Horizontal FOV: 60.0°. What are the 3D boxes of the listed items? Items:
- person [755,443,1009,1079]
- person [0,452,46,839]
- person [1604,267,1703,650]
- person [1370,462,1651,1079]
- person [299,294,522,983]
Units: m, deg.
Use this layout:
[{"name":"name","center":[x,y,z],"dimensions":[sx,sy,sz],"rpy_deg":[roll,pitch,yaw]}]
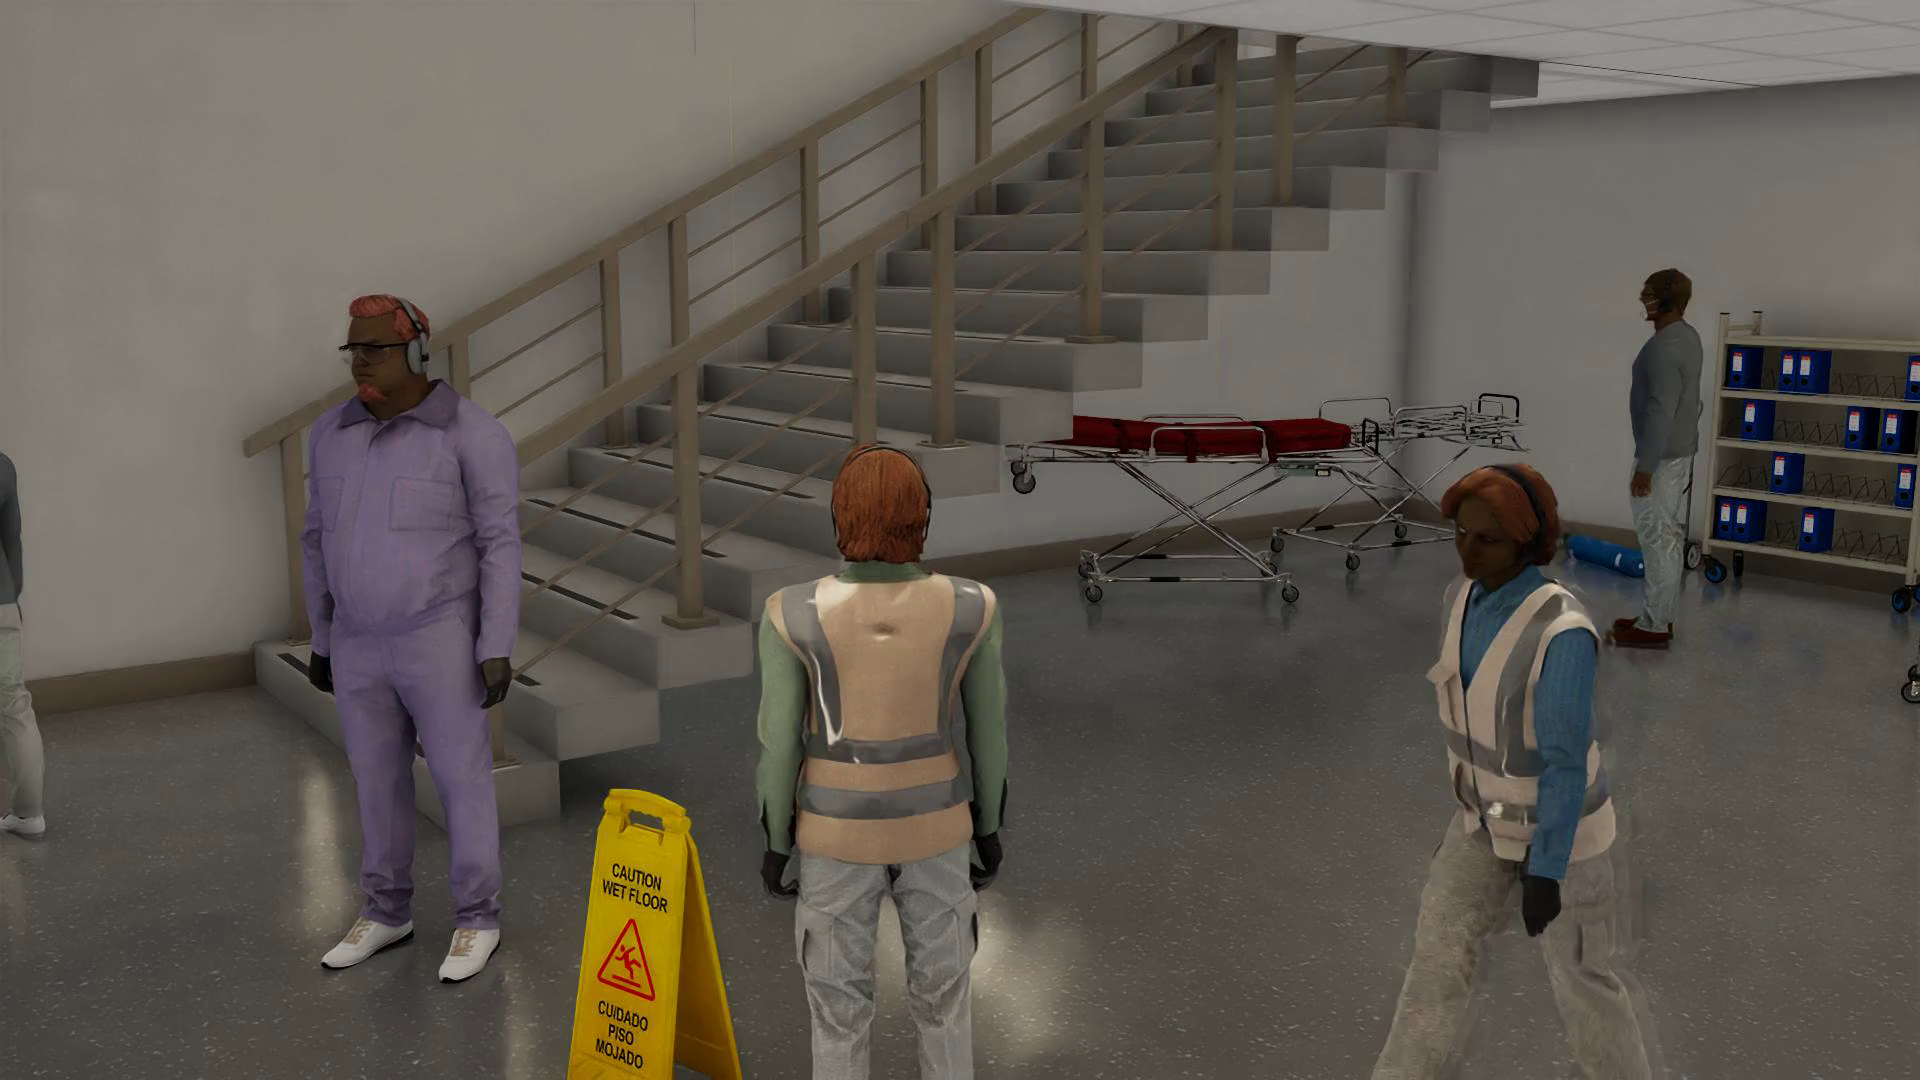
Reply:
[{"name":"person","center":[-0.155,0.623,3.409],"dimensions":[0.524,1.639,0.306],"rpy_deg":[-2,10,-12]},{"name":"person","center":[-3.320,0.259,5.529],"dimensions":[0.285,1.631,0.501],"rpy_deg":[3,10,15]},{"name":"person","center":[3.566,-0.409,8.495],"dimensions":[0.359,1.938,0.633],"rpy_deg":[6,11,30]},{"name":"person","center":[1.162,0.625,3.516],"dimensions":[0.863,1.593,0.541],"rpy_deg":[-3,10,-16]},{"name":"person","center":[-1.545,0.278,4.628],"dimensions":[0.652,1.906,0.408],"rpy_deg":[3,10,15]}]
